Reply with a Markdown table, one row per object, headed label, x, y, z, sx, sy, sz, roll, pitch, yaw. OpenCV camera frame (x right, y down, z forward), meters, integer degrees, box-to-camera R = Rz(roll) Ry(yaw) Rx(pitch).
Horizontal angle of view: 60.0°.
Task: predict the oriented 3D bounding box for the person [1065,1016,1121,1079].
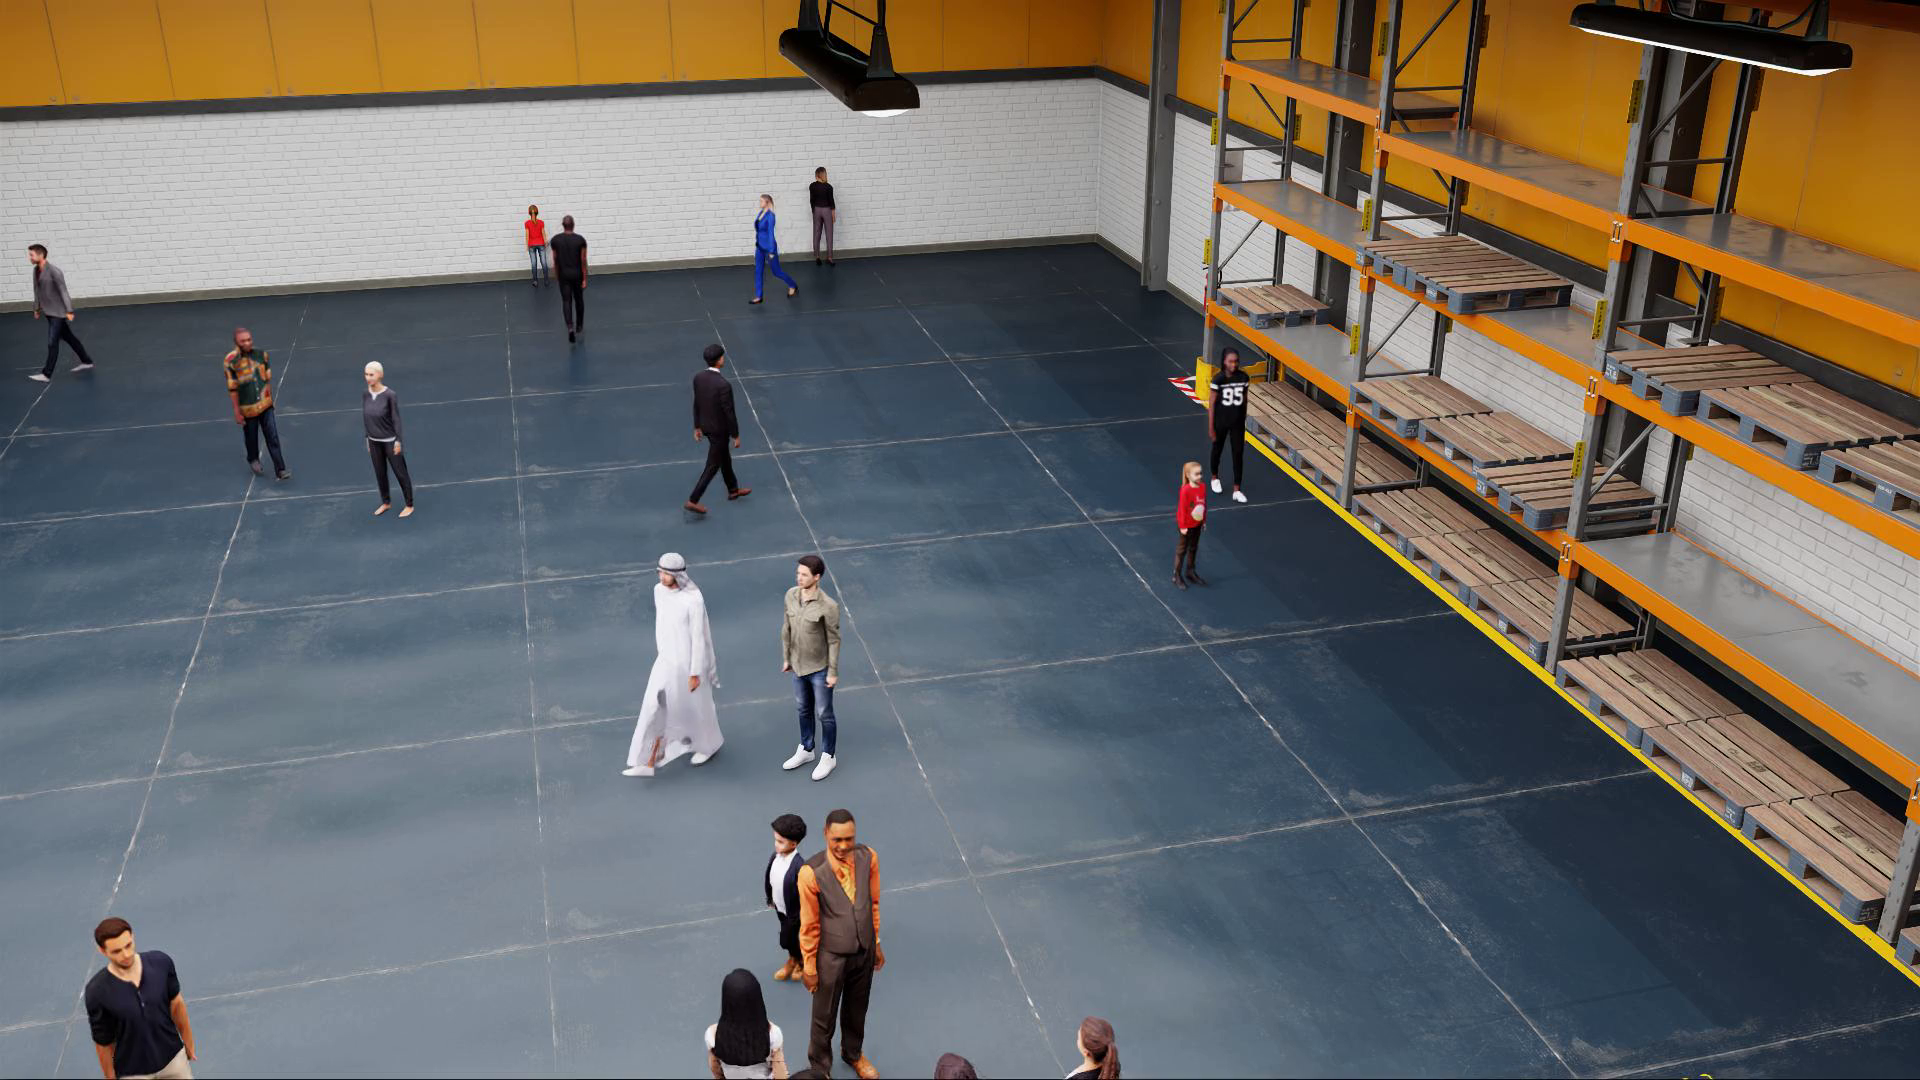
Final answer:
| label | x | y | z | sx | sy | sz | roll | pitch | yaw |
| --- | --- | --- | --- | --- | --- | --- | --- | --- | --- |
| person | 0.717 | 3.121 | 8.542 | 0.809 | 1.530 | 1.085 | -17 | 29 | -33 |

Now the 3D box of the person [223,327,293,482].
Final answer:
| label | x | y | z | sx | sy | sz | roll | pitch | yaw |
| --- | --- | --- | --- | --- | --- | --- | --- | --- | --- |
| person | -8.078 | -1.543 | 18.934 | 1.076 | 1.753 | 1.293 | -21 | 31 | -40 |

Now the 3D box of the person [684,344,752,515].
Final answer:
| label | x | y | z | sx | sy | sz | roll | pitch | yaw |
| --- | --- | --- | --- | --- | --- | --- | --- | --- | --- |
| person | -2.706 | -1.155 | 17.936 | 1.279 | 1.841 | 1.203 | 21 | 31 | 39 |

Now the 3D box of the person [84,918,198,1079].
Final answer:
| label | x | y | z | sx | sy | sz | roll | pitch | yaw |
| --- | --- | --- | --- | --- | --- | --- | --- | --- | --- |
| person | -4.401 | 2.773 | 8.956 | 1.073 | 1.836 | 0.937 | 21 | 31 | 39 |

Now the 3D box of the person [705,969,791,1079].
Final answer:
| label | x | y | z | sx | sy | sz | roll | pitch | yaw |
| --- | --- | --- | --- | --- | --- | --- | --- | --- | --- |
| person | -1.064 | 3.036 | 8.474 | 0.710 | 1.742 | 0.998 | -2 | 24 | -4 |

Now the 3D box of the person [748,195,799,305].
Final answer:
| label | x | y | z | sx | sy | sz | roll | pitch | yaw |
| --- | --- | --- | --- | --- | --- | --- | --- | --- | --- |
| person | -2.904 | -4.502 | 25.808 | 0.956 | 1.670 | 1.118 | -16 | 28 | -32 |

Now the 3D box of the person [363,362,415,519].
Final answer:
| label | x | y | z | sx | sy | sz | roll | pitch | yaw |
| --- | --- | --- | --- | --- | --- | --- | --- | --- | --- |
| person | -6.210 | -1.106 | 17.969 | 0.685 | 1.726 | 0.687 | 6 | 24 | 14 |

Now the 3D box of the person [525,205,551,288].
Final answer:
| label | x | y | z | sx | sy | sz | roll | pitch | yaw |
| --- | --- | --- | --- | --- | --- | --- | --- | --- | --- |
| person | -6.830 | -4.753 | 26.831 | 0.492 | 1.310 | 0.493 | -7 | 25 | -16 |

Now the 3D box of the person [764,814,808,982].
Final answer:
| label | x | y | z | sx | sy | sz | roll | pitch | yaw |
| --- | --- | --- | --- | --- | --- | --- | --- | --- | --- |
| person | -1.060 | 2.308 | 10.793 | 0.636 | 1.218 | 0.543 | -17 | 29 | -34 |

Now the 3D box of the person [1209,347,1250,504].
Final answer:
| label | x | y | z | sx | sy | sz | roll | pitch | yaw |
| --- | --- | --- | --- | --- | --- | --- | --- | --- | --- |
| person | 2.942 | -1.315 | 18.479 | 0.673 | 1.701 | 0.989 | -4 | 24 | -10 |

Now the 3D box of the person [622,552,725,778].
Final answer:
| label | x | y | z | sx | sy | sz | roll | pitch | yaw |
| --- | --- | --- | --- | --- | --- | --- | --- | --- | --- |
| person | -2.109 | 0.939 | 13.091 | 1.222 | 1.886 | 1.237 | 16 | 28 | 33 |

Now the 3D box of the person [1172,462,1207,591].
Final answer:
| label | x | y | z | sx | sy | sz | roll | pitch | yaw |
| --- | --- | --- | --- | --- | --- | --- | --- | --- | --- |
| person | 2.274 | -0.161 | 16.363 | 0.568 | 1.279 | 0.595 | -18 | 29 | -35 |

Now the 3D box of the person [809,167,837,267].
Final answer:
| label | x | y | z | sx | sy | sz | roll | pitch | yaw |
| --- | --- | --- | --- | --- | --- | --- | --- | --- | --- |
| person | -2.305 | -5.428 | 27.923 | 0.678 | 1.672 | 0.702 | 8 | 25 | 18 |

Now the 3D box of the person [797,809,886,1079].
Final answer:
| label | x | y | z | sx | sy | sz | roll | pitch | yaw |
| --- | --- | --- | --- | --- | --- | --- | --- | --- | --- |
| person | -0.697 | 2.388 | 9.751 | 0.771 | 1.906 | 0.727 | -14 | 27 | -30 |

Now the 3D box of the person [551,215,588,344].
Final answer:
| label | x | y | z | sx | sy | sz | roll | pitch | yaw |
| --- | --- | --- | --- | --- | --- | --- | --- | --- | --- |
| person | -5.599 | -3.720 | 23.879 | 0.725 | 1.781 | 1.200 | -4 | 24 | -9 |

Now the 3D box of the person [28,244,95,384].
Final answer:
| label | x | y | z | sx | sy | sz | roll | pitch | yaw |
| --- | --- | --- | --- | --- | --- | --- | --- | --- | --- |
| person | -12.063 | -3.053 | 22.310 | 1.226 | 1.816 | 1.254 | 15 | 28 | 30 |

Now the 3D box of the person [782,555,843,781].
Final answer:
| label | x | y | z | sx | sy | sz | roll | pitch | yaw |
| --- | --- | --- | --- | --- | --- | --- | --- | --- | --- |
| person | -1.140 | 0.970 | 13.046 | 0.762 | 1.864 | 0.853 | 16 | 29 | 33 |
